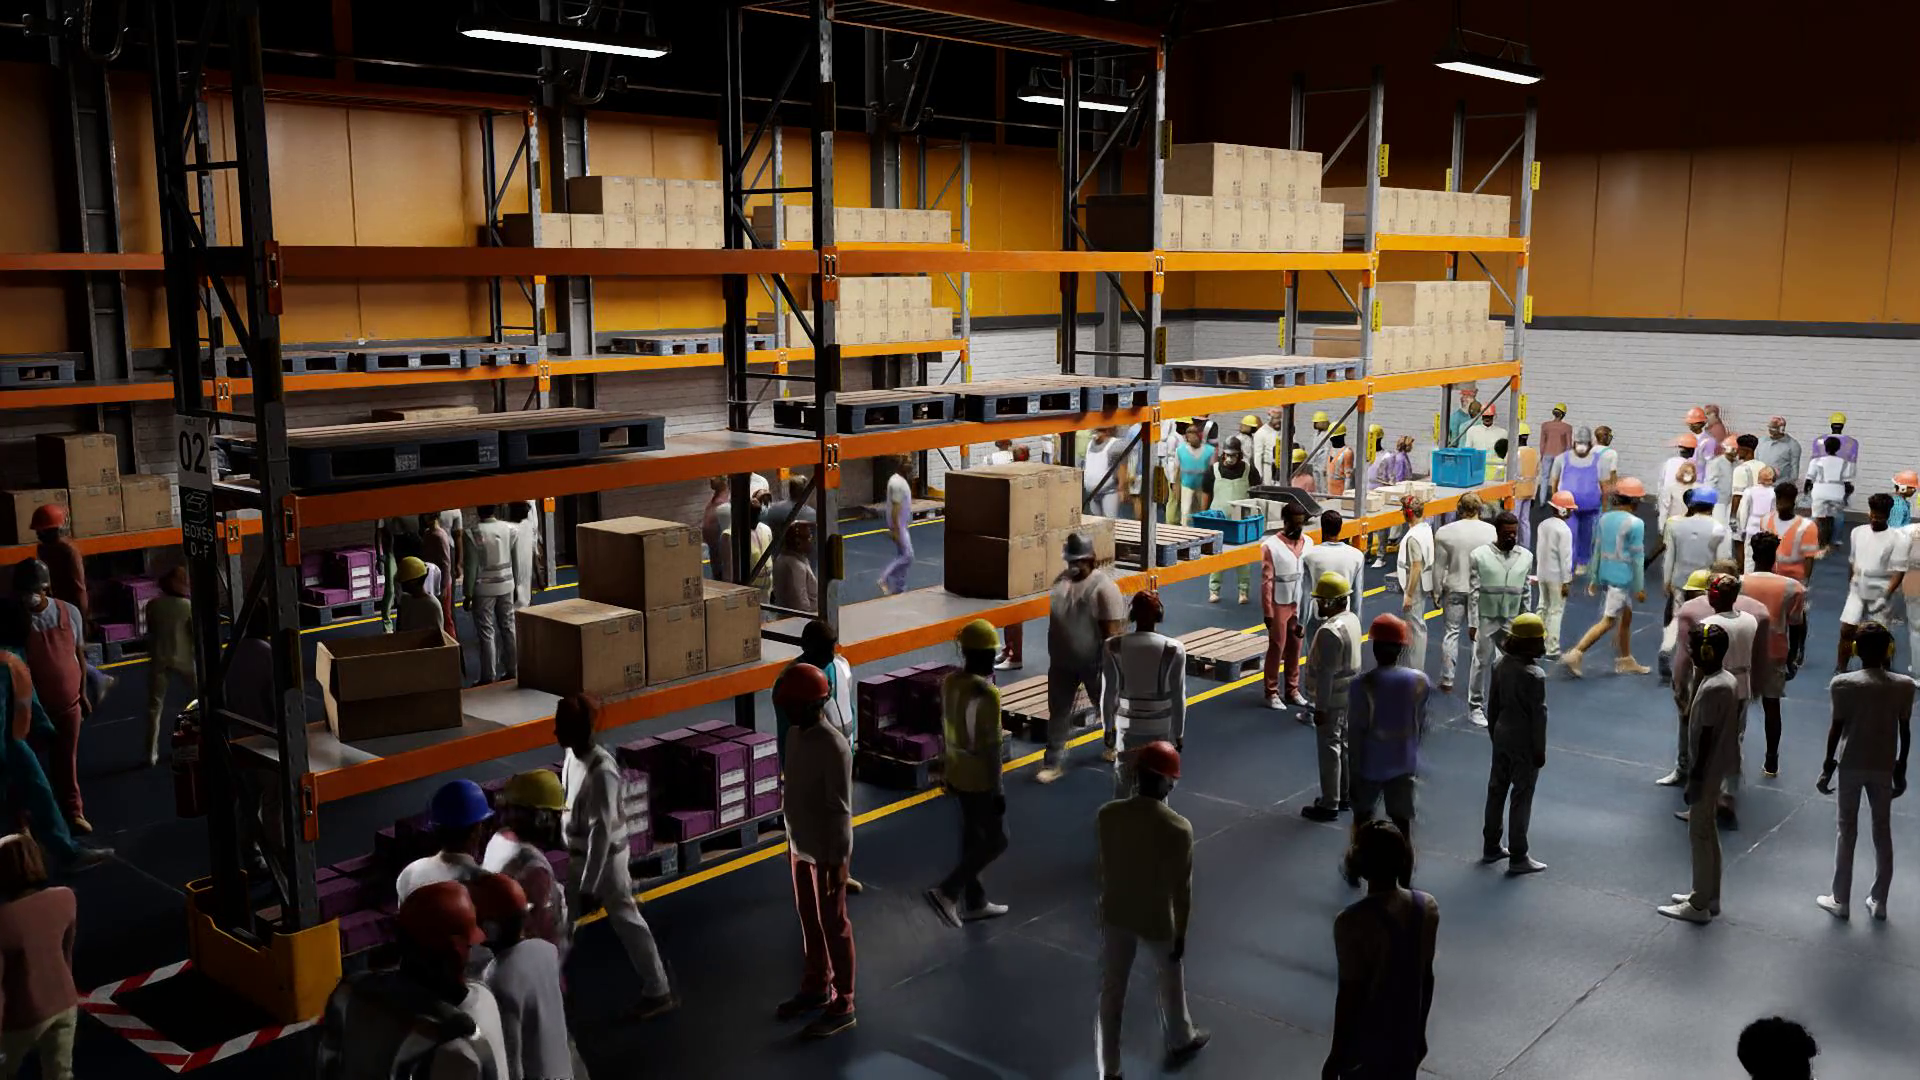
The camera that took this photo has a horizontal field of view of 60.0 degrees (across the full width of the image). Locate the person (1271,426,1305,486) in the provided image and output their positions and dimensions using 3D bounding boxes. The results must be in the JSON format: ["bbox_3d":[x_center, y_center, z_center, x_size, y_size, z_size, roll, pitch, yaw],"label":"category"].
[{"bbox_3d":[4.854,-0.894,24.666,0.536,1.693,0.320,-3,10,-17],"label":"person"}]

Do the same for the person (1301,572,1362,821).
[{"bbox_3d":[2.718,1.135,12.177,0.404,1.824,0.586,5,11,28],"label":"person"}]

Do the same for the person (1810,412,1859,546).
[{"bbox_3d":[12.535,-0.875,23.882,0.587,1.918,0.396,5,11,29],"label":"person"}]

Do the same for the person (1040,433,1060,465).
[{"bbox_3d":[1.508,-1.412,27.336,0.400,1.836,0.561,-3,10,-18],"label":"person"}]

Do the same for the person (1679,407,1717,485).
[{"bbox_3d":[10.322,-0.858,23.436,0.409,2.033,0.611,-4,10,-20],"label":"person"}]

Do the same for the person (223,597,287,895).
[{"bbox_3d":[-4.498,1.314,10.742,0.629,1.940,0.377,6,11,32],"label":"person"}]

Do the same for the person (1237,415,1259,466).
[{"bbox_3d":[4.386,-1.043,25.430,0.330,1.739,0.539,8,13,41],"label":"person"}]

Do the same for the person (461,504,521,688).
[{"bbox_3d":[-4.455,0.463,15.795,0.399,1.945,0.615,8,12,40],"label":"person"}]

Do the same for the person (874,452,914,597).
[{"bbox_3d":[-0.715,-0.152,19.802,0.443,1.831,0.526,1,10,8],"label":"person"}]

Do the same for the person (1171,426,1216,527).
[{"bbox_3d":[3.275,-0.714,23.358,0.595,1.772,0.845,0,10,0],"label":"person"}]

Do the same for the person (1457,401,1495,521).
[{"bbox_3d":[7.929,-1.176,25.625,0.627,1.935,0.371,-3,10,-16],"label":"person"}]

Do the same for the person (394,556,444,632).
[{"bbox_3d":[-4.300,0.987,13.274,0.516,1.752,0.373,8,13,41],"label":"person"}]

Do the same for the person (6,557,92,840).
[{"bbox_3d":[-6.430,1.110,11.655,0.536,2.000,0.673,9,13,42],"label":"person"}]

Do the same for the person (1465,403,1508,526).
[{"bbox_3d":[7.770,-1.041,24.635,0.611,1.995,0.375,3,10,15],"label":"person"}]

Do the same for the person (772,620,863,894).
[{"bbox_3d":[-0.894,1.399,10.575,0.429,1.830,0.634,8,12,39],"label":"person"}]

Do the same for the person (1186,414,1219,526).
[{"bbox_3d":[3.694,-1.194,25.461,0.609,2.032,0.410,8,12,39],"label":"person"}]

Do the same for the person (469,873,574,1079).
[{"bbox_3d":[-1.726,2.137,6.546,0.915,1.694,0.573,2,10,13],"label":"person"}]

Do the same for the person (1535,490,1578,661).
[{"bbox_3d":[6.100,0.359,17.000,0.342,1.749,0.572,-1,10,-7],"label":"person"}]

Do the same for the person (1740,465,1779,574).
[{"bbox_3d":[9.609,-0.071,19.908,0.523,1.638,0.310,9,13,42],"label":"person"}]

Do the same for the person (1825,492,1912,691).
[{"bbox_3d":[8.600,0.500,15.612,0.644,1.933,0.634,-5,11,-27],"label":"person"}]

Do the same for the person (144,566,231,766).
[{"bbox_3d":[-6.403,1.011,13.636,0.527,1.572,0.736,0,10,2],"label":"person"}]

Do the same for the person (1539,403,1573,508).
[{"bbox_3d":[9.826,-1.386,27.421,0.535,1.753,0.341,7,12,37],"label":"person"}]

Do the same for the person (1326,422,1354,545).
[{"bbox_3d":[5.110,-0.645,22.505,0.378,1.918,0.585,-2,10,-11],"label":"person"}]

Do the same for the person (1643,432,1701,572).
[{"bbox_3d":[9.065,-0.425,21.247,0.816,1.901,0.575,-3,10,-16],"label":"person"}]

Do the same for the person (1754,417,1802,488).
[{"bbox_3d":[11.427,-0.786,23.394,0.403,1.904,0.637,-7,12,-38],"label":"person"}]

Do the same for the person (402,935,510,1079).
[{"bbox_3d":[-1.823,2.195,5.721,0.852,1.848,0.582,-2,10,-12],"label":"person"}]

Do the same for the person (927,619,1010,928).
[{"bbox_3d":[0.057,1.431,10.127,0.519,1.910,0.617,-5,11,-30],"label":"person"}]

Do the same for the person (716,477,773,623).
[{"bbox_3d":[-2.188,0.241,17.335,0.678,1.871,0.735,3,10,17],"label":"person"}]

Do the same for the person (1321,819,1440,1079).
[{"bbox_3d":[1.697,2.030,6.745,0.509,1.844,0.329,-5,11,-27],"label":"person"}]

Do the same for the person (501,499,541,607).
[{"bbox_3d":[-4.666,0.125,17.847,0.361,1.938,0.546,2,10,12],"label":"person"}]

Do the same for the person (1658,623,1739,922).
[{"bbox_3d":[4.605,1.431,10.309,0.349,1.856,0.528,6,11,34],"label":"person"}]

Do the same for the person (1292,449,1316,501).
[{"bbox_3d":[4.196,-0.254,20.624,0.327,1.765,0.531,-4,10,-21],"label":"person"}]

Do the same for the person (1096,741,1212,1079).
[{"bbox_3d":[0.945,1.836,8.299,0.593,1.696,0.852,7,12,35],"label":"person"}]

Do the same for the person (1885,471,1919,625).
[{"bbox_3d":[10.548,0.082,18.703,0.355,1.737,0.576,5,11,26],"label":"person"}]

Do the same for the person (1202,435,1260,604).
[{"bbox_3d":[3.215,-0.248,19.765,0.684,2.000,0.537,1,10,8],"label":"person"}]

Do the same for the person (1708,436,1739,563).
[{"bbox_3d":[10.325,-0.541,22.416,0.574,1.734,0.409,-6,11,-33],"label":"person"}]

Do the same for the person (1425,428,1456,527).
[{"bbox_3d":[6.639,-0.672,22.990,0.491,1.823,0.943,8,13,41],"label":"person"}]

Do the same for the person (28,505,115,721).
[{"bbox_3d":[-7.831,0.644,14.651,0.631,1.969,0.651,7,12,36],"label":"person"}]

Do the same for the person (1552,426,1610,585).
[{"bbox_3d":[7.937,-0.501,21.279,0.692,2.000,0.995,3,10,19],"label":"person"}]

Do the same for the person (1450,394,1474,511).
[{"bbox_3d":[8.279,-1.432,27.232,0.653,1.906,0.408,-7,12,-35],"label":"person"}]

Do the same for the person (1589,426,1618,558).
[{"bbox_3d":[8.713,-0.638,22.685,0.351,1.842,0.507,-8,12,-39],"label":"person"}]

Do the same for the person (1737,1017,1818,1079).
[{"bbox_3d":[2.589,2.333,5.432,0.561,1.680,0.398,-6,11,-30],"label":"person"}]

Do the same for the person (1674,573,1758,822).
[{"bbox_3d":[5.472,1.151,11.990,0.564,1.846,0.390,-5,11,-28],"label":"person"}]

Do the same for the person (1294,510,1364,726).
[{"bbox_3d":[3.238,0.688,14.594,0.598,1.907,0.409,-3,10,-15],"label":"person"}]

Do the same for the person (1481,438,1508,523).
[{"bbox_3d":[7.339,-0.553,22.687,0.627,1.667,0.546,-4,10,-23],"label":"person"}]
